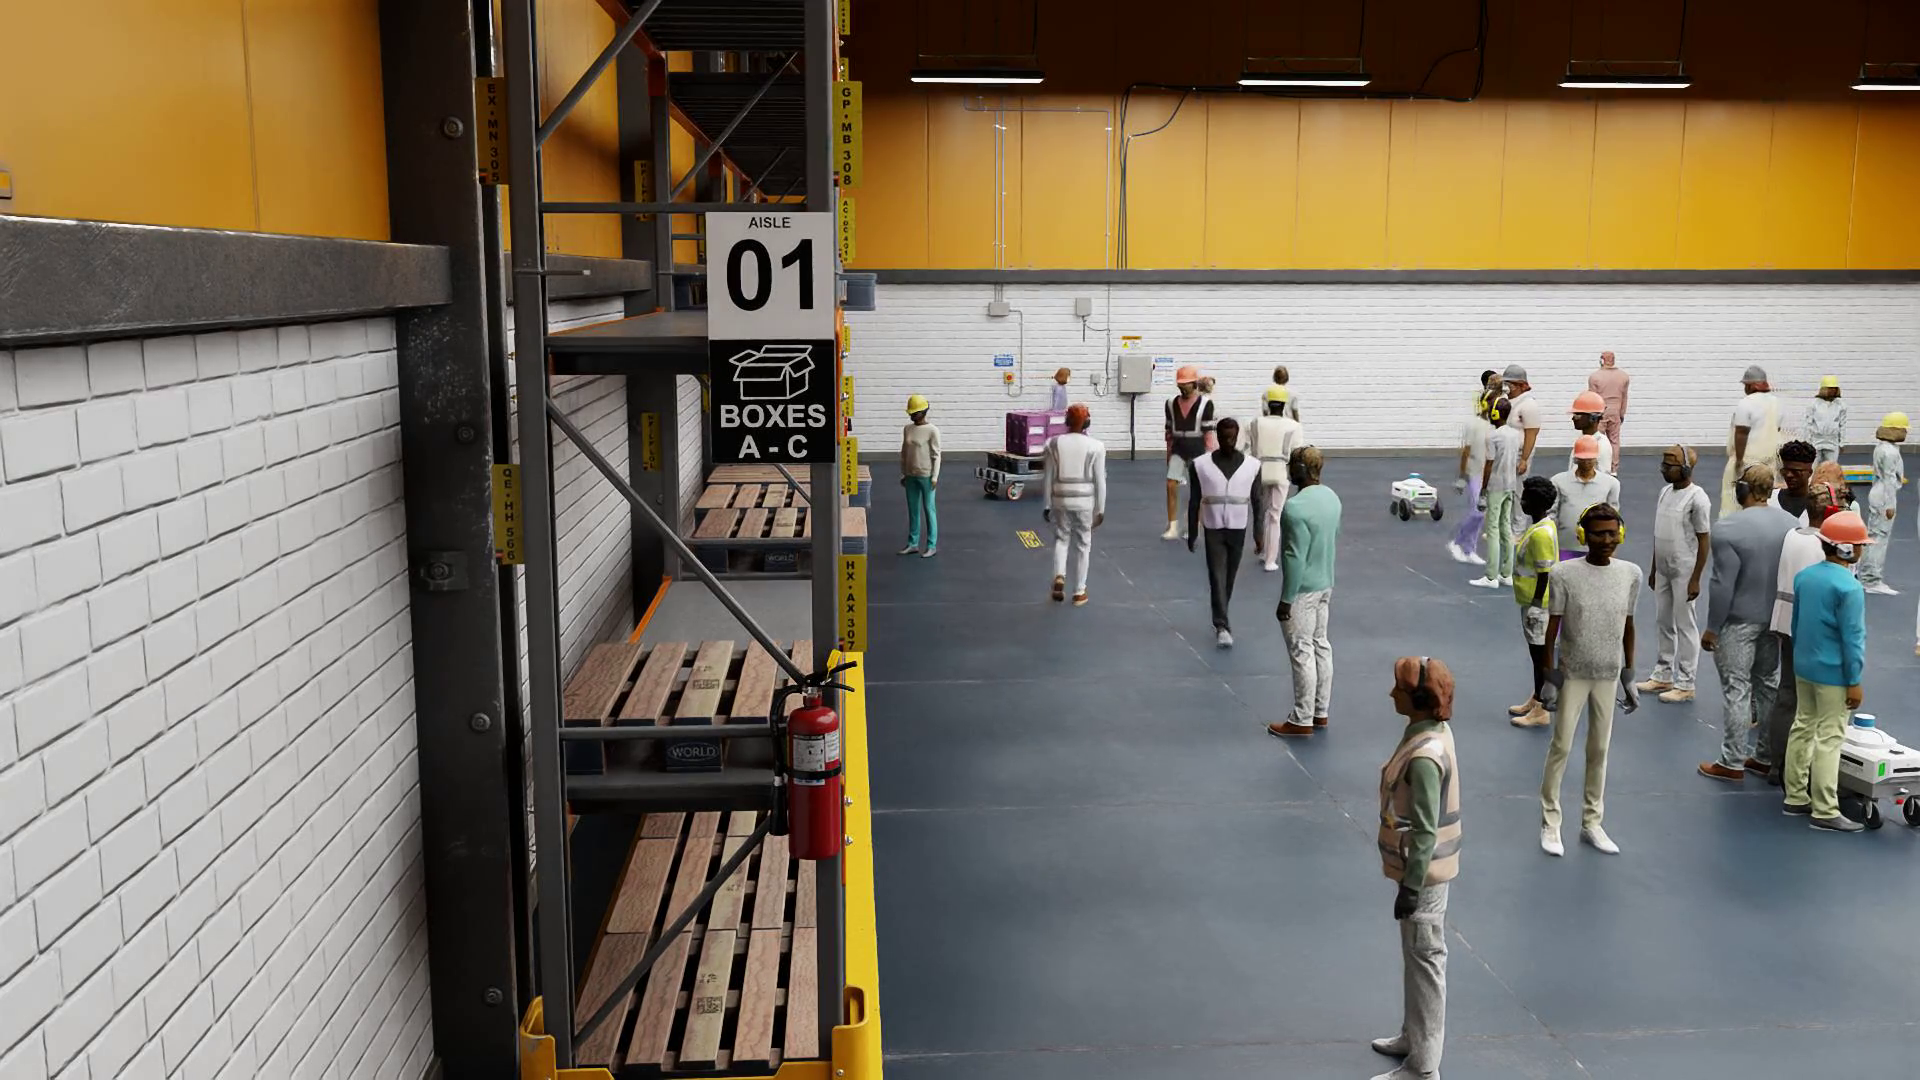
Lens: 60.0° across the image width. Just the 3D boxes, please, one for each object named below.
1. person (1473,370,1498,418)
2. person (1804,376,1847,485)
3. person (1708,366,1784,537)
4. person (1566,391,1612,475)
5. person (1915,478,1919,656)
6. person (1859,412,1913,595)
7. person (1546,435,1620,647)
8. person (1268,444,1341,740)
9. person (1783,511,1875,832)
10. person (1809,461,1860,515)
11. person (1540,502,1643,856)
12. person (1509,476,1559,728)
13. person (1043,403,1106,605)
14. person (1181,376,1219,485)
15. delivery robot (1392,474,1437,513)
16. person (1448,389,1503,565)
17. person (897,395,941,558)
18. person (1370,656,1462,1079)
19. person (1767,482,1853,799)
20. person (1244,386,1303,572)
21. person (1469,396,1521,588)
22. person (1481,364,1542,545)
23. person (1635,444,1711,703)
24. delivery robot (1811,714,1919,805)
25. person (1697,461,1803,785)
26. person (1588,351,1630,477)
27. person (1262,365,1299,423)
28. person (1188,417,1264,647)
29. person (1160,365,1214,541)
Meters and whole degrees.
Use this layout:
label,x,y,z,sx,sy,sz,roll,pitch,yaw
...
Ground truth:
label,x,y,z,sx,sy,sz,roll,pitch,yaw
person,7.455,-1.568,23.639,0.321,1.696,0.530,7,11,36
person,11.139,-1.240,21.430,0.492,1.746,0.285,2,9,12
person,8.942,-0.989,18.924,0.704,2.000,0.846,-4,10,-22
person,5.362,-0.255,14.308,0.376,2.045,0.605,0,9,2
person,7.838,0.047,13.077,0.430,1.836,0.626,-4,10,-26
person,8.862,-0.358,15.899,0.325,1.740,0.492,3,9,17
person,5.044,0.016,13.517,0.572,1.748,0.335,3,10,20
person,2.267,0.336,10.924,0.355,1.938,0.637,7,11,36
person,4.795,0.710,9.152,0.332,1.753,0.561,0,9,-3
person,6.559,0.211,12.661,0.499,1.634,0.278,7,11,37
person,3.306,0.724,8.706,0.515,1.872,0.333,0,9,-2
person,3.875,0.414,11.195,0.318,1.695,0.539,3,9,17
person,1.041,-0.315,15.211,0.596,1.871,0.484,2,9,15
person,3.450,-1.538,23.719,0.525,1.610,0.750,-8,12,-41
delivery robot,5.670,-0.586,20.755,0.477,0.478,0.707,-1,9,-7
person,5.449,-0.652,17.412,0.550,1.846,0.383,-7,11,-37
person,-0.443,-0.686,17.912,0.524,1.760,0.326,7,12,39
person,1.708,1.235,6.211,0.309,1.642,0.514,3,9,17
person,4.955,0.578,9.696,0.389,1.847,0.567,-2,9,-11
person,3.278,-0.649,17.259,0.624,1.884,0.922,4,10,22
person,5.233,-0.462,16.188,0.511,1.863,0.327,-7,11,-37
person,6.187,-0.964,18.773,0.535,2.000,0.673,-2,9,-11
person,5.100,0.236,11.845,0.328,1.844,0.511,-2,9,-12
delivery robot,5.084,1.226,9.378,0.477,0.478,0.707,-2,9,-11
person,4.704,0.494,9.931,0.629,1.940,0.376,-3,10,-19
person,9.697,-1.889,25.010,0.641,1.905,0.410,-1,9,-8
person,4.318,-1.455,22.523,0.515,1.831,0.701,6,11,33
person,2.209,-0.091,13.833,0.603,1.877,1.021,0,9,-1
person,2.555,-0.966,18.876,0.610,2.019,0.763,5,10,27
